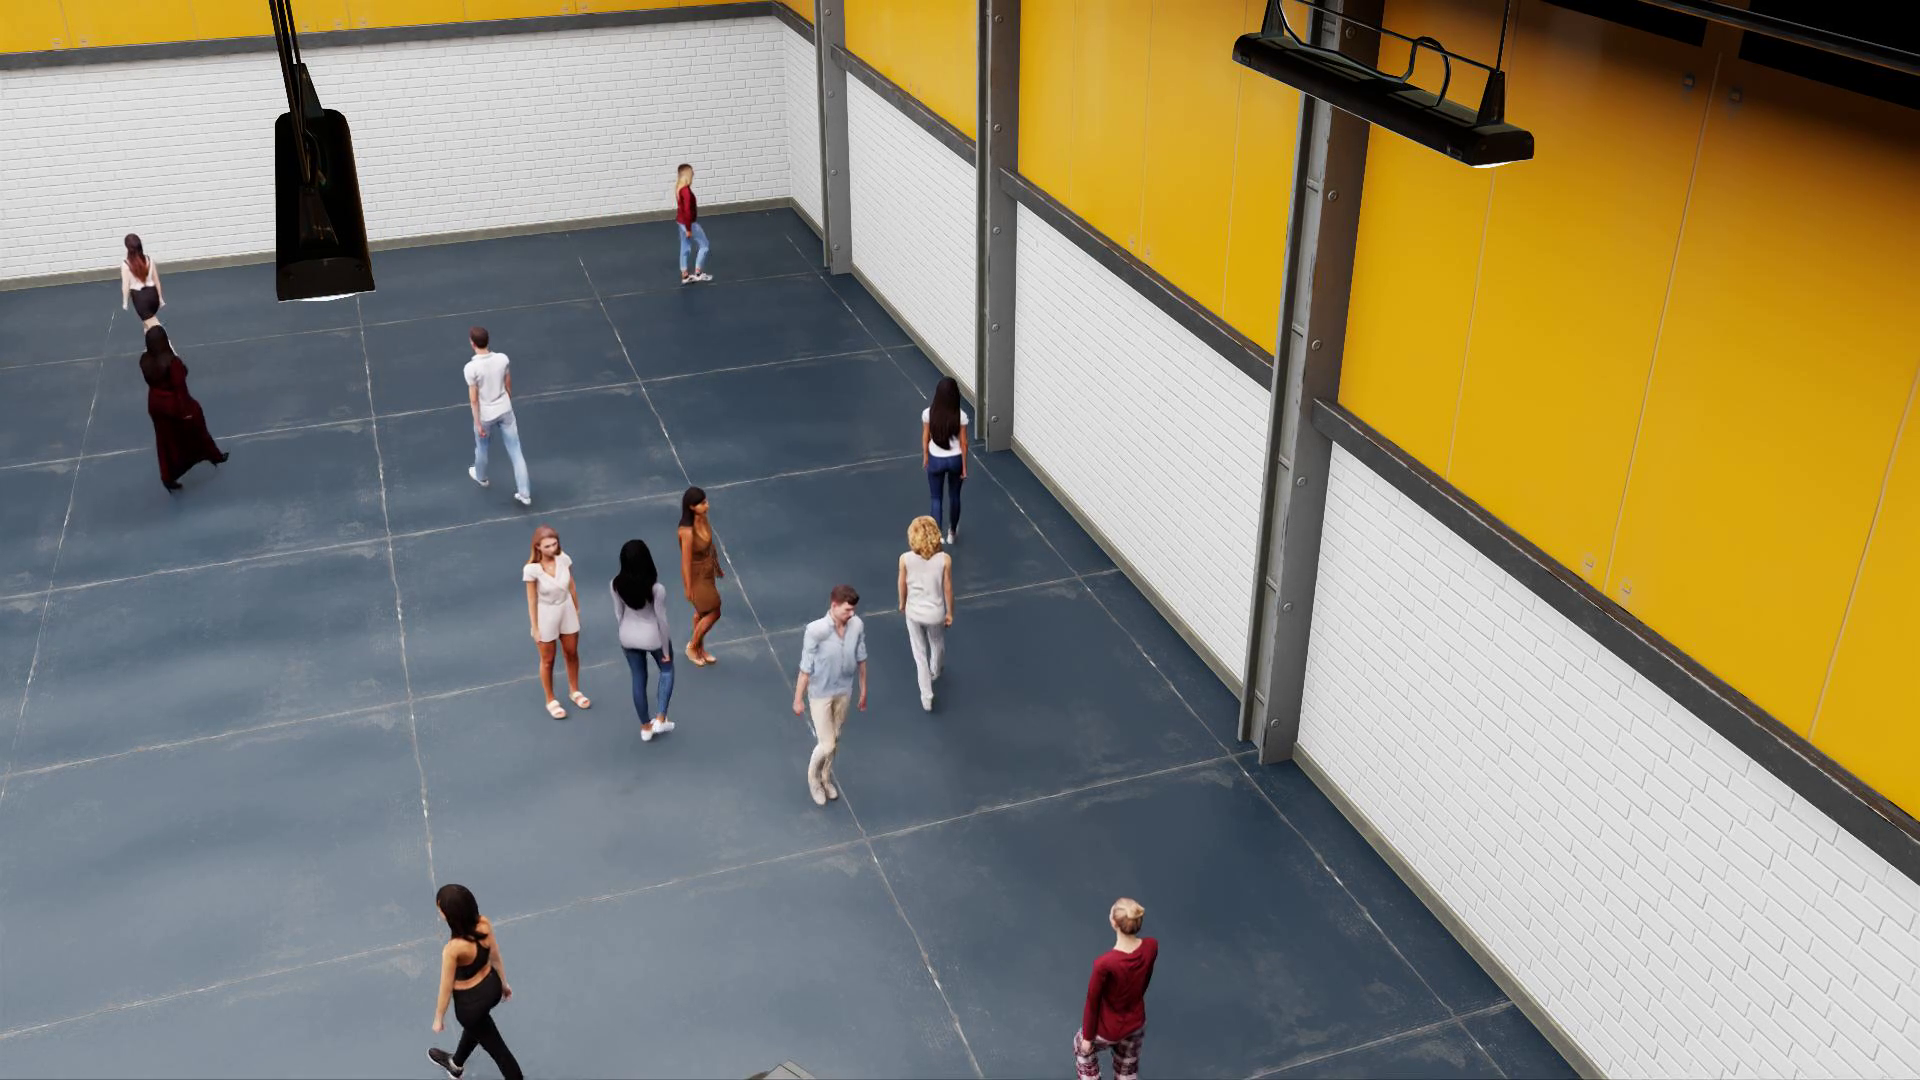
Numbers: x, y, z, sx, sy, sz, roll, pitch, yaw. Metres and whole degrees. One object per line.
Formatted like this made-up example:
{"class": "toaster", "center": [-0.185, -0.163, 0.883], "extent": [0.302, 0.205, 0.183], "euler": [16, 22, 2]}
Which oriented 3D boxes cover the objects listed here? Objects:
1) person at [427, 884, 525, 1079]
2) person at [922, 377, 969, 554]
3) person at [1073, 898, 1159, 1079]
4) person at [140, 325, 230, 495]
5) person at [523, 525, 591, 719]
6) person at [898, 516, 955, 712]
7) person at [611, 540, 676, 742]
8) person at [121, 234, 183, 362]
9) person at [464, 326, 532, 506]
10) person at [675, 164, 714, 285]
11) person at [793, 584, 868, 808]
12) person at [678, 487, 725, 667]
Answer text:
{"class": "person", "center": [-2.693, 2.682, 9.551], "extent": [1.053, 1.611, 1.031], "euler": [11, 30, 19]}
{"class": "person", "center": [-0.150, -0.649, 15.503], "extent": [0.831, 1.758, 1.073], "euler": [2, 29, 4]}
{"class": "person", "center": [0.926, 2.740, 9.356], "extent": [0.707, 1.694, 0.687], "euler": [-15, 32, -26]}
{"class": "person", "center": [-7.961, -1.267, 16.682], "extent": [1.043, 1.715, 1.162], "euler": [8, 30, 14]}
{"class": "person", "center": [-3.229, 0.621, 13.245], "extent": [0.640, 1.692, 0.639], "euler": [-21, 35, -33]}
{"class": "person", "center": [-0.282, 0.620, 13.300], "extent": [0.757, 1.640, 0.997], "euler": [-2, 29, -4]}
{"class": "person", "center": [-2.473, 0.834, 12.820], "extent": [0.719, 1.724, 0.740], "euler": [4, 29, 8]}
{"class": "person", "center": [-9.501, -2.747, 19.509], "extent": [1.121, 1.606, 0.988], "euler": [17, 33, 28]}
{"class": "person", "center": [-4.545, -1.186, 16.445], "extent": [0.928, 1.799, 1.290], "euler": [-21, 35, -34]}
{"class": "person", "center": [-3.684, -4.187, 22.131], "extent": [0.725, 1.622, 0.614], "euler": [-16, 32, -26]}
{"class": "person", "center": [-0.989, 1.079, 12.270], "extent": [0.795, 1.821, 0.741], "euler": [-15, 32, -26]}
{"class": "person", "center": [-2.245, 0.314, 13.822], "extent": [0.733, 1.677, 0.654], "euler": [5, 29, 9]}
